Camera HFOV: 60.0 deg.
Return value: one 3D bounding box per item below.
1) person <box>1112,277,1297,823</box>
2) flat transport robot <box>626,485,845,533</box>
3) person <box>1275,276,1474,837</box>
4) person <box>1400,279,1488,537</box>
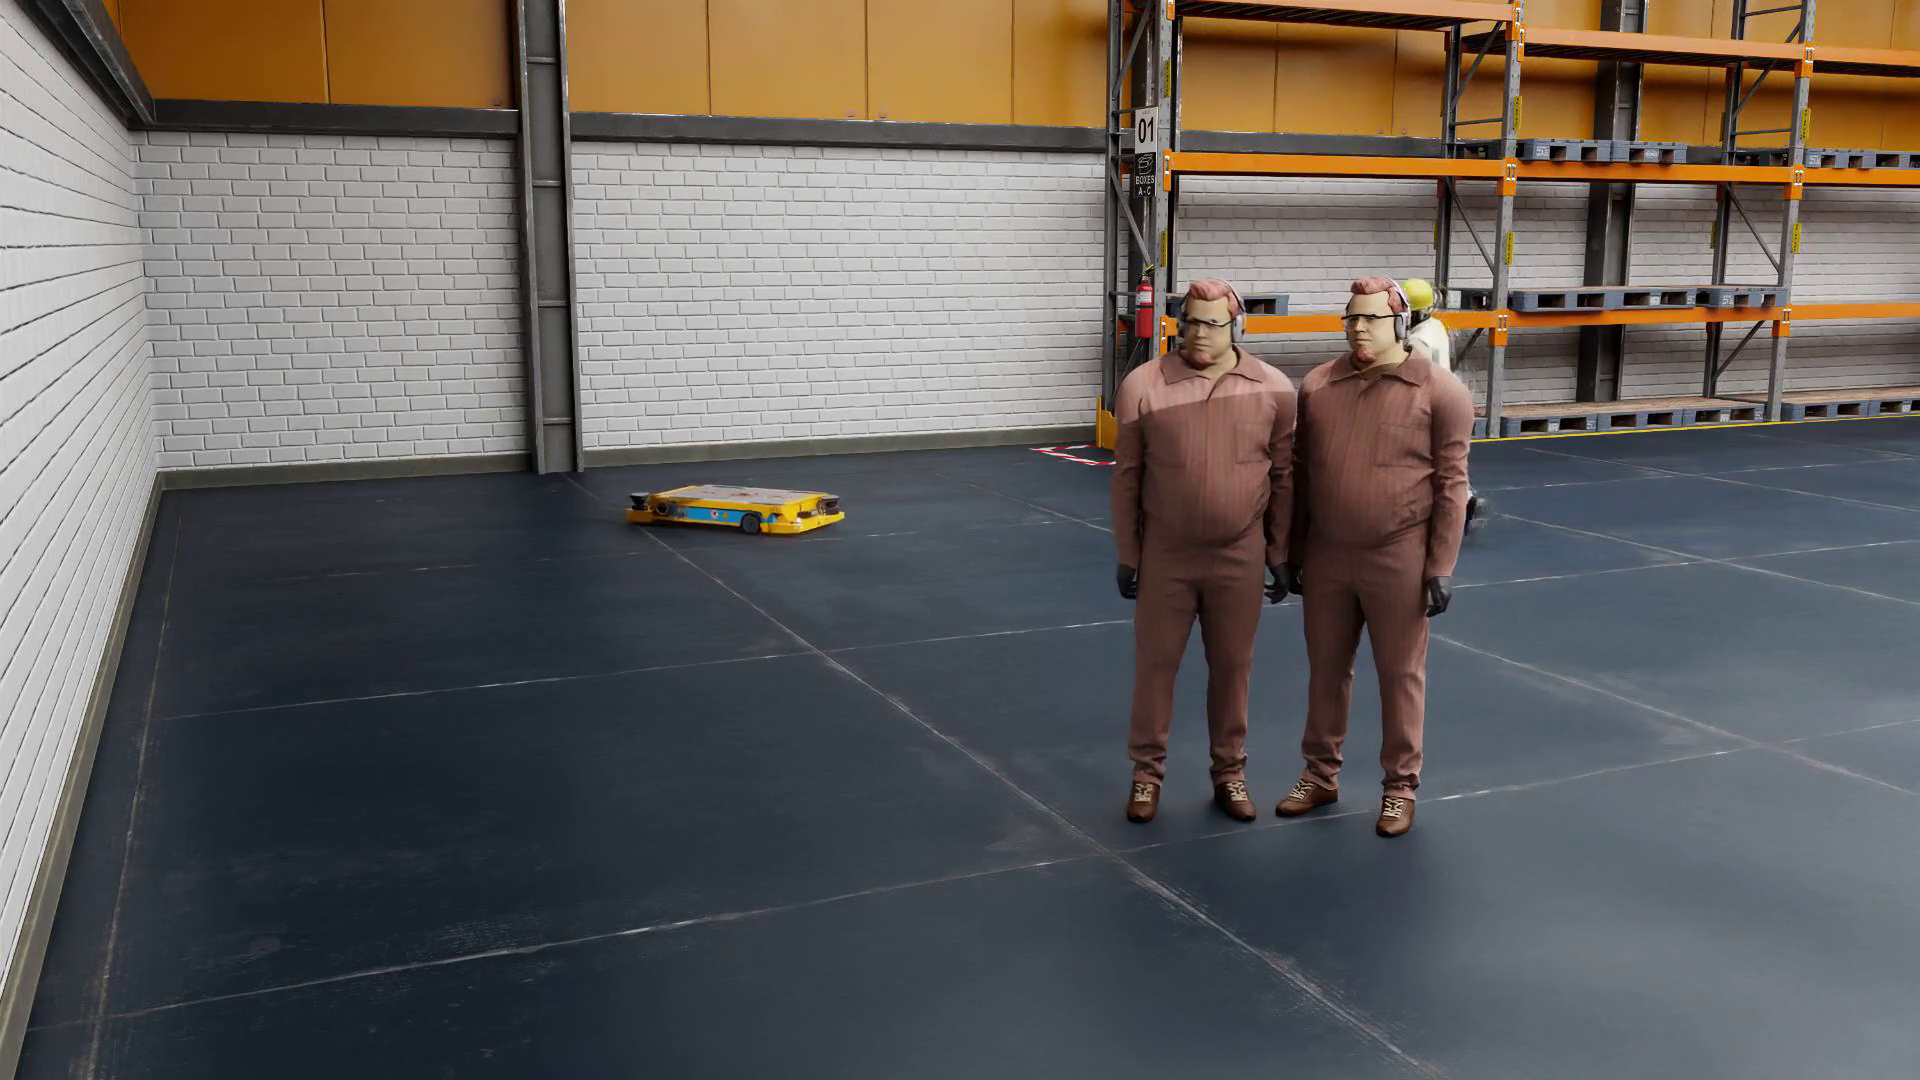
[{"bbox_3d":[0.850,0.046,5.795,0.642,1.902,0.399,0,10,0],"label":"person"},{"bbox_3d":[-1.607,-0.233,11.888,1.431,0.197,0.652,5,11,24],"label":"flat transport robot"},{"bbox_3d":[1.397,0.055,5.730,0.646,1.908,0.408,7,12,35],"label":"person"},{"bbox_3d":[3.128,-0.848,11.103,0.711,1.783,0.613,6,12,32],"label":"person"}]
